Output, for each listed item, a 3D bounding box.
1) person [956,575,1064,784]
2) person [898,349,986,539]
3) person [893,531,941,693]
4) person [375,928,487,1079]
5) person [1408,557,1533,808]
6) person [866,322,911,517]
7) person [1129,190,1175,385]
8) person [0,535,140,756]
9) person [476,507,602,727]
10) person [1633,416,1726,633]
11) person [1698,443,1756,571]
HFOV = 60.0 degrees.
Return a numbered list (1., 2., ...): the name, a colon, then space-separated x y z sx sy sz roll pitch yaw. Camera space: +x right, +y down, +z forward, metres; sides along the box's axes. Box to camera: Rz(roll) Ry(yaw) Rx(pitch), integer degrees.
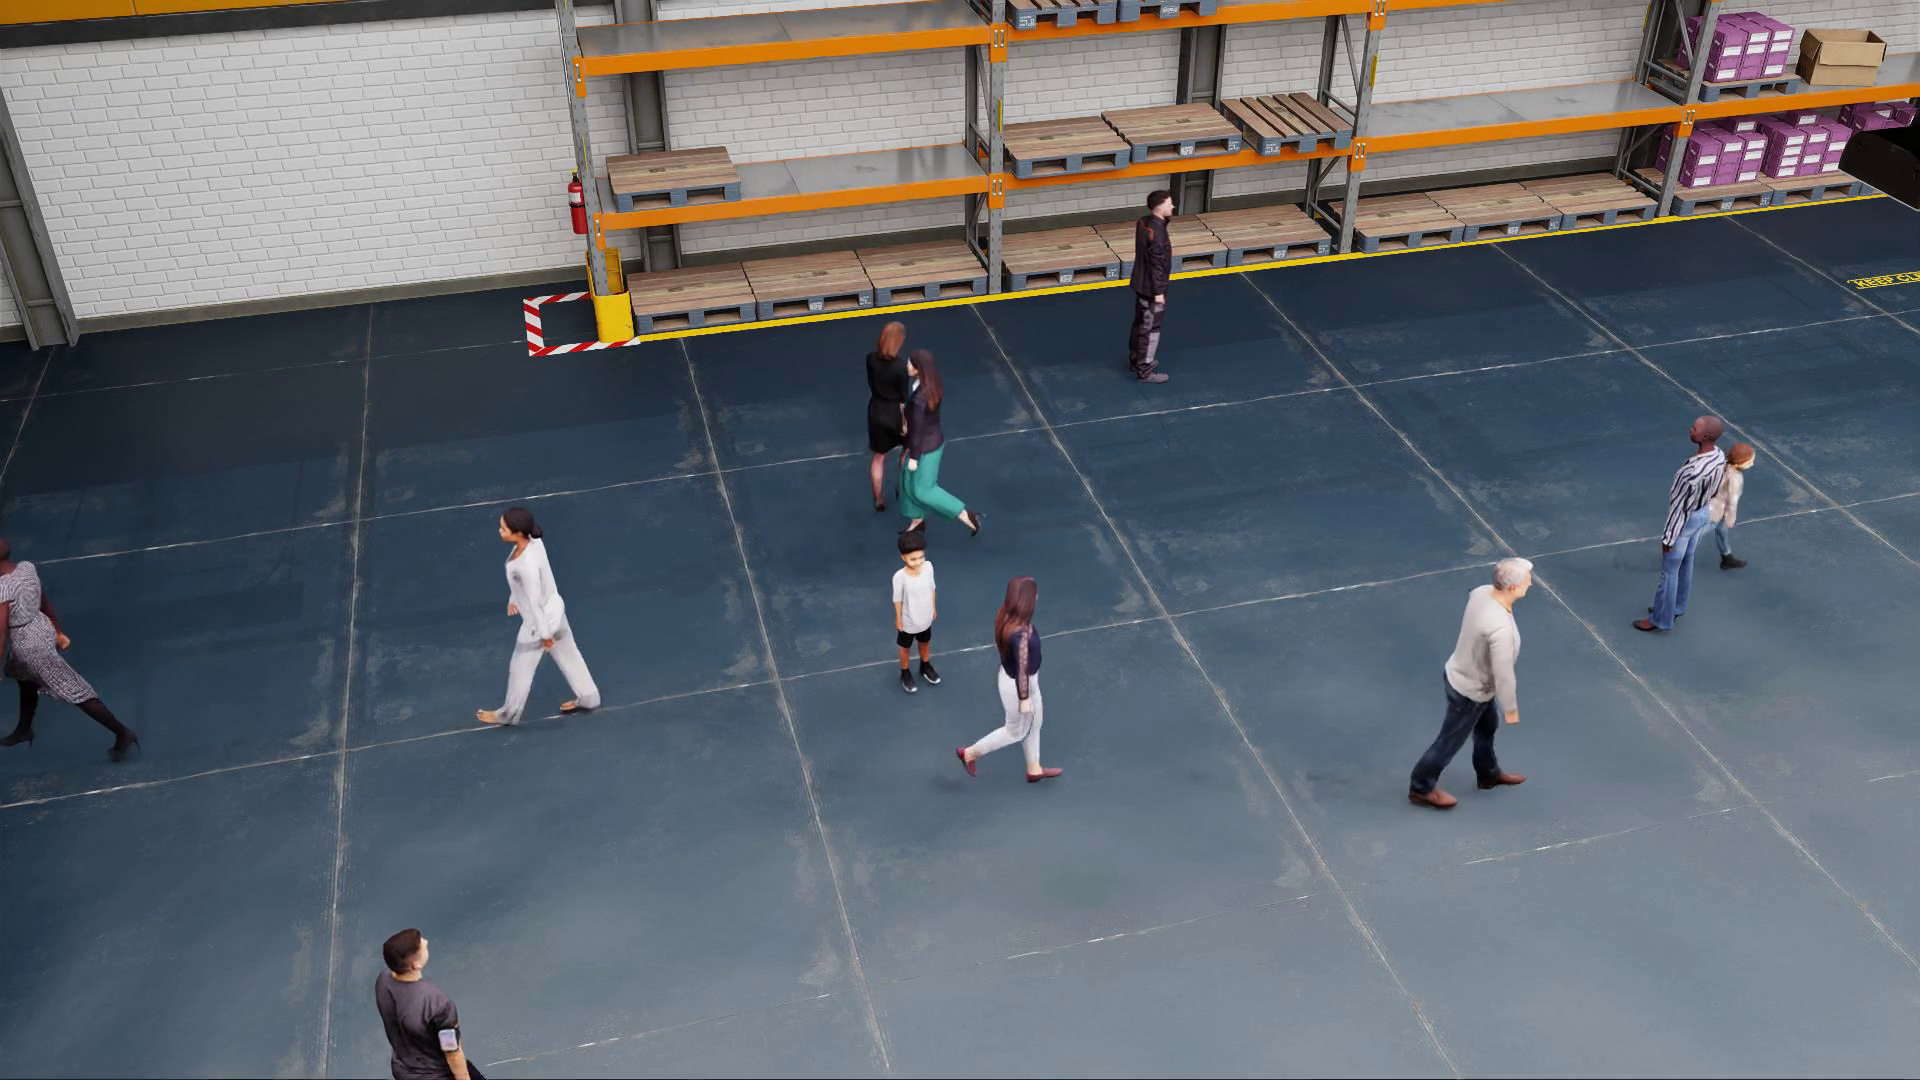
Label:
1. person: 0.316 0.947 10.675 0.990 1.578 0.731 -2 34 -3
2. person: -0.185 -0.670 12.983 1.055 1.716 0.867 6 34 10
3. person: -0.319 0.475 11.673 0.489 1.258 0.585 -17 37 -23
4. person: -2.606 2.611 8.024 1.023 1.742 1.067 16 37 22
5. person: 3.130 0.925 10.440 1.145 1.875 0.993 6 34 9
6. person: -0.620 -0.928 13.397 0.769 1.688 0.830 15 36 21
7. person: 1.765 -2.376 15.423 0.640 1.857 0.735 -5 34 -7
8. person: -5.892 0.759 10.823 1.228 1.726 0.767 -3 34 -5
9. person: -2.738 0.512 11.221 1.091 1.698 0.750 -2 34 -4
10. person: 5.276 -0.107 12.067 0.754 1.793 0.640 27 42 34
11. person: 5.795 -0.241 12.841 0.908 1.159 0.739 6 34 9
